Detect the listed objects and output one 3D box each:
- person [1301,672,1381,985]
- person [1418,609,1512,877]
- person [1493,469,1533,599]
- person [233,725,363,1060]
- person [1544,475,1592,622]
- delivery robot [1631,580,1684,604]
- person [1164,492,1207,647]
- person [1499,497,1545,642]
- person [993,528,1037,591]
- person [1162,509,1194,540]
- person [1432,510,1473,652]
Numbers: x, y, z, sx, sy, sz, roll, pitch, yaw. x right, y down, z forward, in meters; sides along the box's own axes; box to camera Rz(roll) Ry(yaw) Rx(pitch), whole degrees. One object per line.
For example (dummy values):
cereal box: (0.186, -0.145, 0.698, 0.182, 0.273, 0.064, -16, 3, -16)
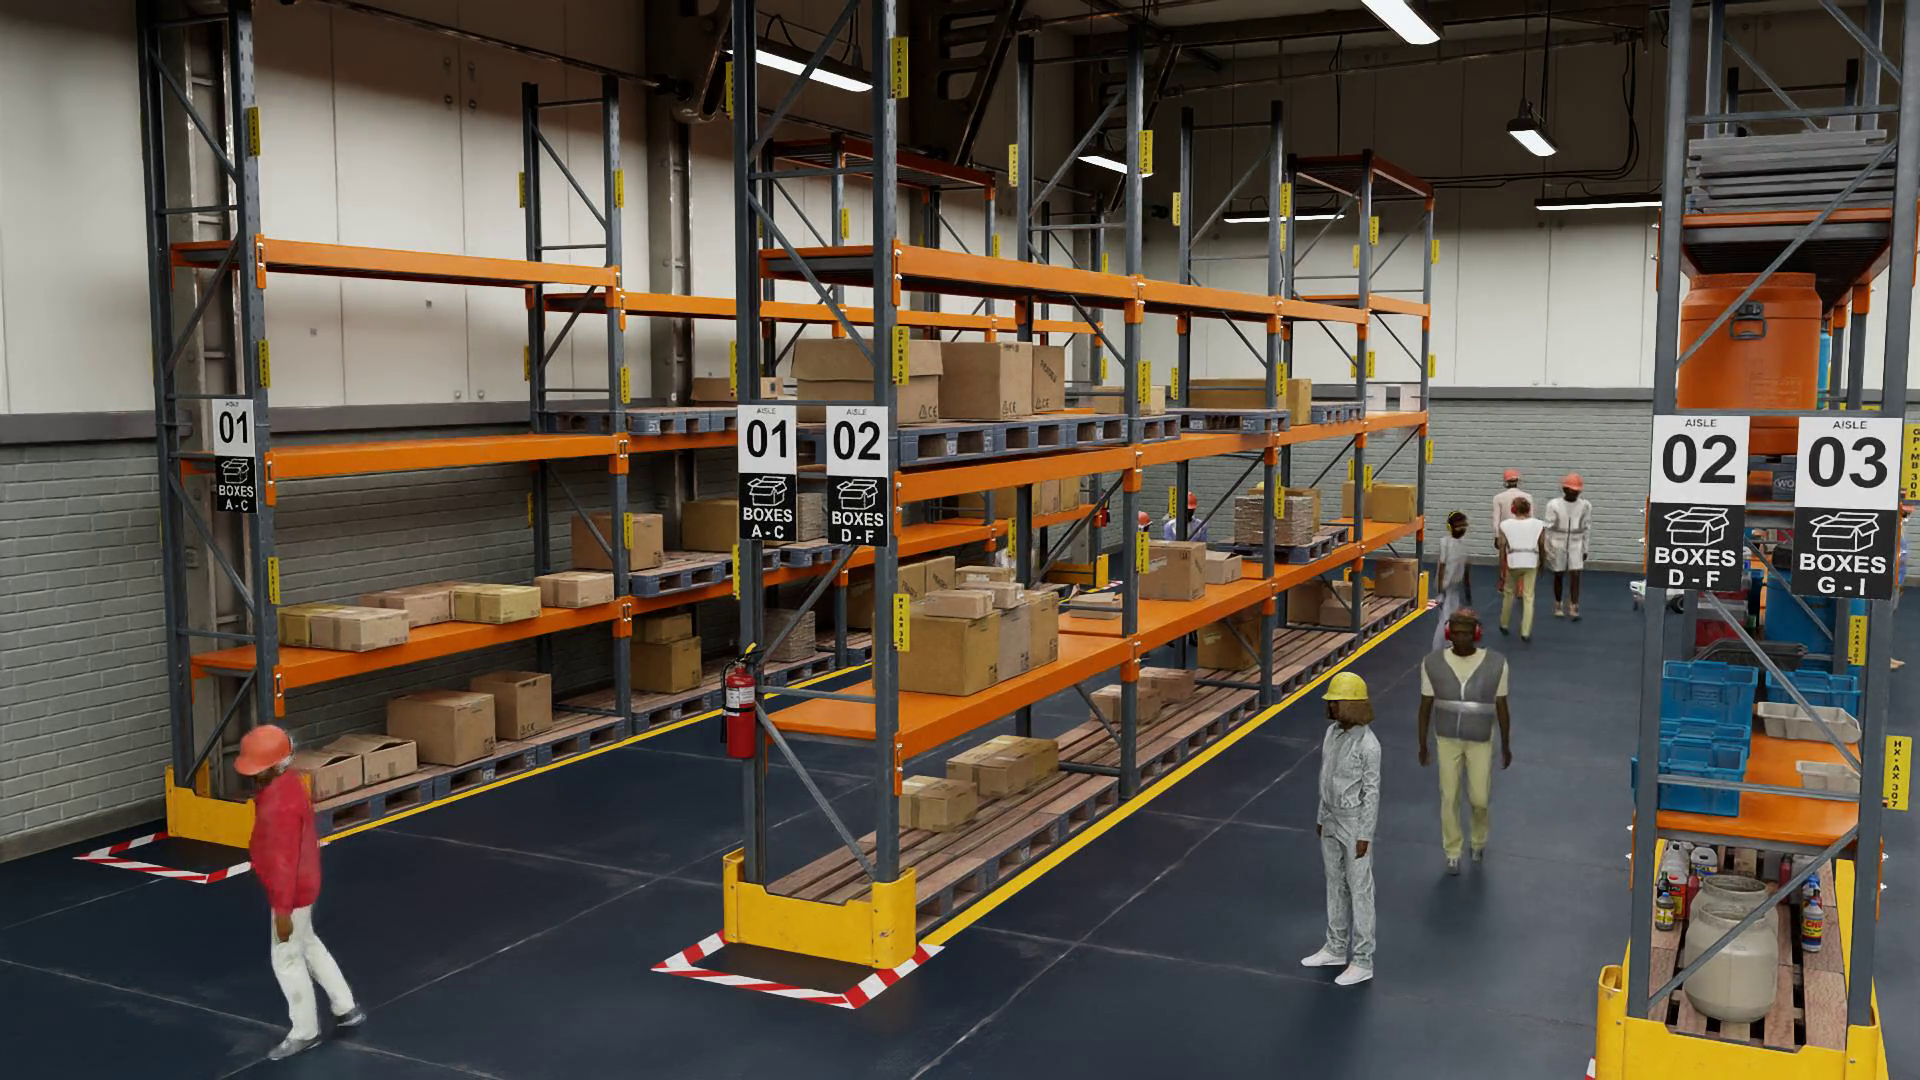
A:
person: (2.160, 1.602, 9.345, 0.294, 1.744, 0.486, -2, 6, -22)
person: (3.399, 1.367, 11.209, 0.611, 1.826, 0.458, 2, 6, 21)
person: (8.303, -0.094, 24.902, 0.632, 1.948, 1.025, 0, 6, 5)
person: (-3.293, 1.727, 8.313, 0.600, 1.704, 0.622, -3, 6, -24)
person: (8.248, 0.112, 22.606, 0.634, 1.989, 1.028, 2, 6, 15)
delivery robot: (9.840, 0.696, 23.416, 0.707, 0.478, 0.477, 0, 6, -2)
person: (2.780, 0.371, 20.453, 0.543, 1.928, 0.400, -1, 6, -9)
person: (7.135, 0.360, 21.169, 0.594, 1.798, 0.955, 1, 6, 10)
person: (0.606, 0.661, 19.040, 0.545, 1.623, 0.382, 3, 7, 30)
person: (3.028, 0.185, 23.124, 0.485, 1.744, 0.294, -1, 6, -14)
person: (5.531, 0.585, 18.724, 0.649, 1.852, 0.419, -4, 7, -37)
